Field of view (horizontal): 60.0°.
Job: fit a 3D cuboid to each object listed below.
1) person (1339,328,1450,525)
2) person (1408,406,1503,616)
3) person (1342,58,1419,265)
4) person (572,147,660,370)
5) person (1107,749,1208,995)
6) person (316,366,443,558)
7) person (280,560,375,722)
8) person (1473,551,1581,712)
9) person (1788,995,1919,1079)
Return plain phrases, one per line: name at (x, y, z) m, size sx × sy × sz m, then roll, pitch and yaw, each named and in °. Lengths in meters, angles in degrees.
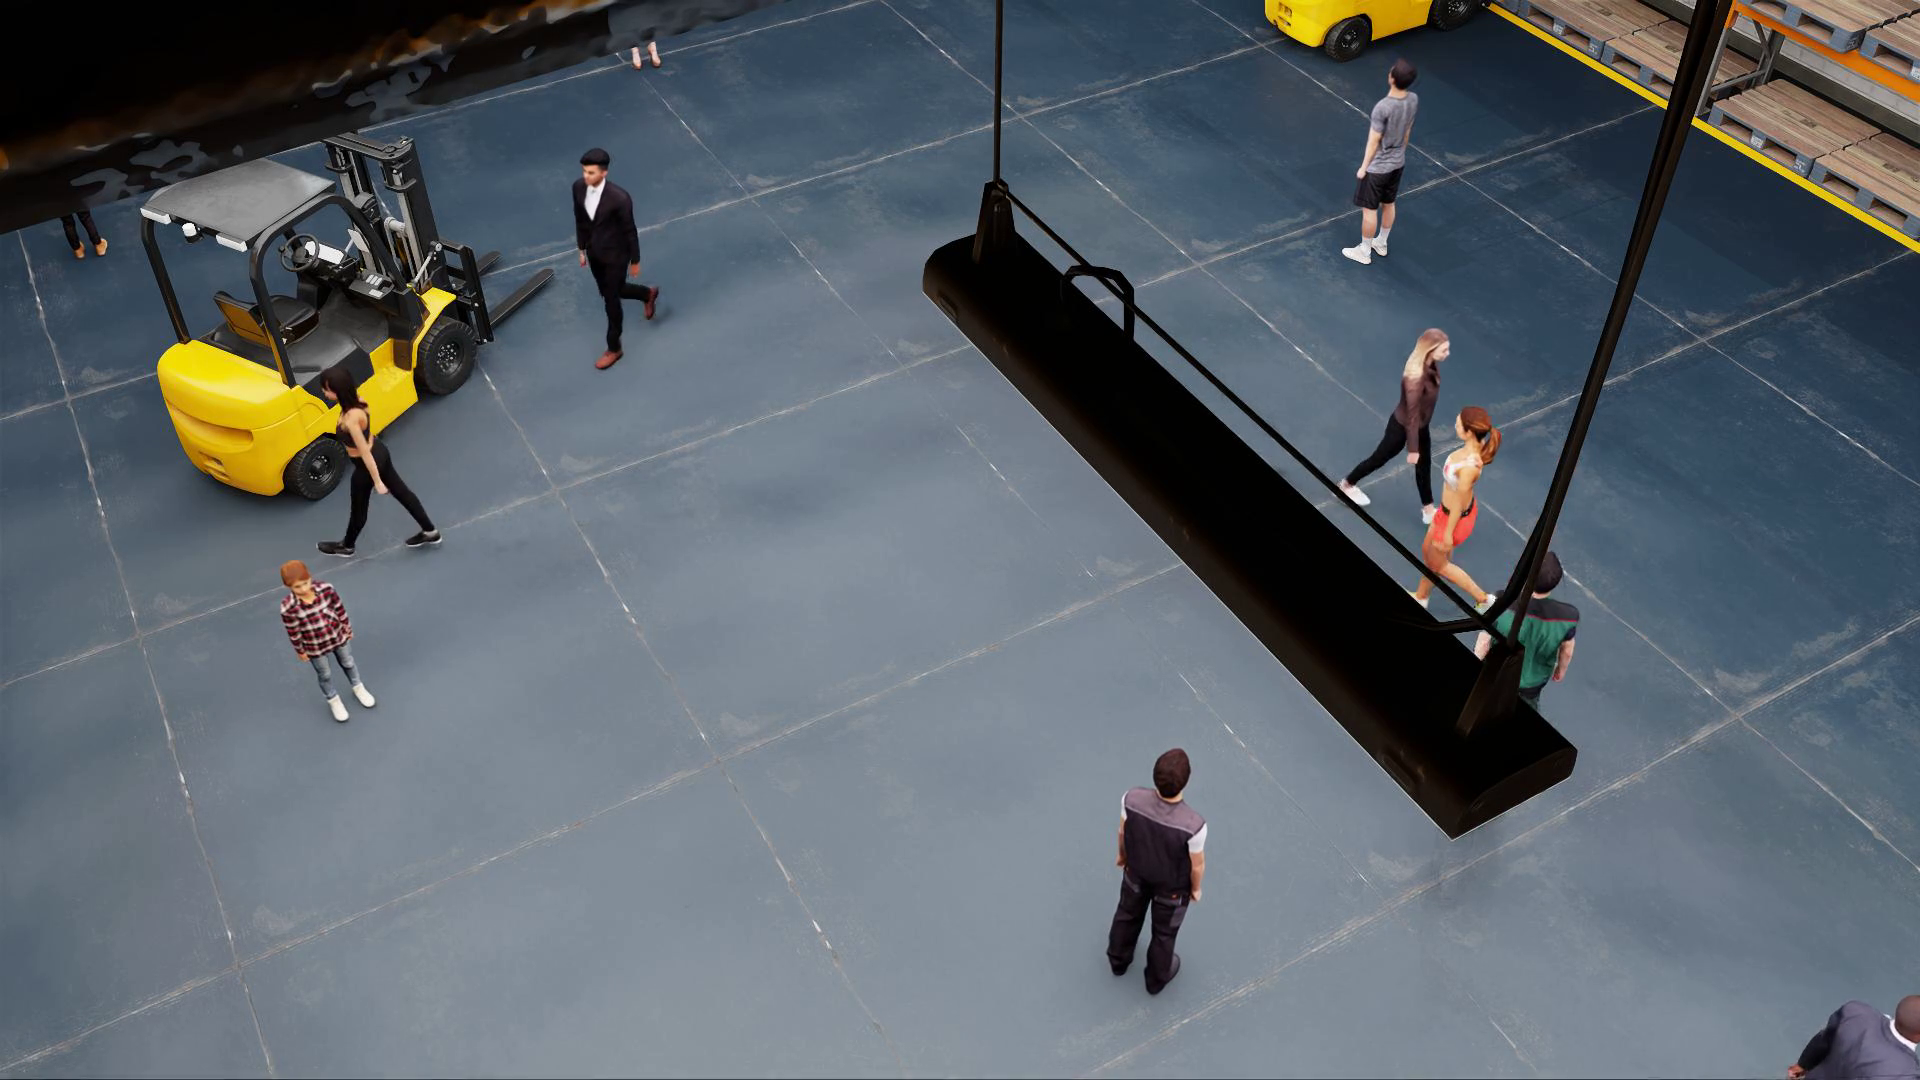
person at (3.087, -0.813, 11.787) m, size 1.212 × 1.656 × 0.985 m, roll 23°, pitch 48°, yaw 22°
person at (3.344, -0.114, 10.974) m, size 1.027 × 1.766 × 0.911 m, roll 17°, pitch 46°, yaw 17°
person at (3.619, -3.206, 14.144) m, size 0.651 × 1.871 × 0.555 m, roll -24°, pitch 49°, yaw -23°
person at (-2.738, -2.317, 13.217) m, size 1.171 × 1.862 × 1.088 m, roll 23°, pitch 48°, yaw 23°
person at (1.059, 1.784, 8.926) m, size 0.696 × 1.843 × 0.811 m, roll 24°, pitch 48°, yaw 23°
person at (-3.992, -0.528, 11.525) m, size 0.894 × 1.605 × 1.073 m, roll -7°, pitch 44°, yaw -7°
person at (-4.048, 0.606, 10.552) m, size 0.558 × 1.306 × 0.551 m, roll -29°, pitch 51°, yaw -27°
person at (3.264, 0.887, 9.862) m, size 1.262 × 1.851 × 1.288 m, roll 13°, pitch 45°, yaw 13°
person at (4.129, 2.743, 7.963) m, size 1.082 × 1.782 × 1.178 m, roll -4°, pitch 44°, yaw -4°
